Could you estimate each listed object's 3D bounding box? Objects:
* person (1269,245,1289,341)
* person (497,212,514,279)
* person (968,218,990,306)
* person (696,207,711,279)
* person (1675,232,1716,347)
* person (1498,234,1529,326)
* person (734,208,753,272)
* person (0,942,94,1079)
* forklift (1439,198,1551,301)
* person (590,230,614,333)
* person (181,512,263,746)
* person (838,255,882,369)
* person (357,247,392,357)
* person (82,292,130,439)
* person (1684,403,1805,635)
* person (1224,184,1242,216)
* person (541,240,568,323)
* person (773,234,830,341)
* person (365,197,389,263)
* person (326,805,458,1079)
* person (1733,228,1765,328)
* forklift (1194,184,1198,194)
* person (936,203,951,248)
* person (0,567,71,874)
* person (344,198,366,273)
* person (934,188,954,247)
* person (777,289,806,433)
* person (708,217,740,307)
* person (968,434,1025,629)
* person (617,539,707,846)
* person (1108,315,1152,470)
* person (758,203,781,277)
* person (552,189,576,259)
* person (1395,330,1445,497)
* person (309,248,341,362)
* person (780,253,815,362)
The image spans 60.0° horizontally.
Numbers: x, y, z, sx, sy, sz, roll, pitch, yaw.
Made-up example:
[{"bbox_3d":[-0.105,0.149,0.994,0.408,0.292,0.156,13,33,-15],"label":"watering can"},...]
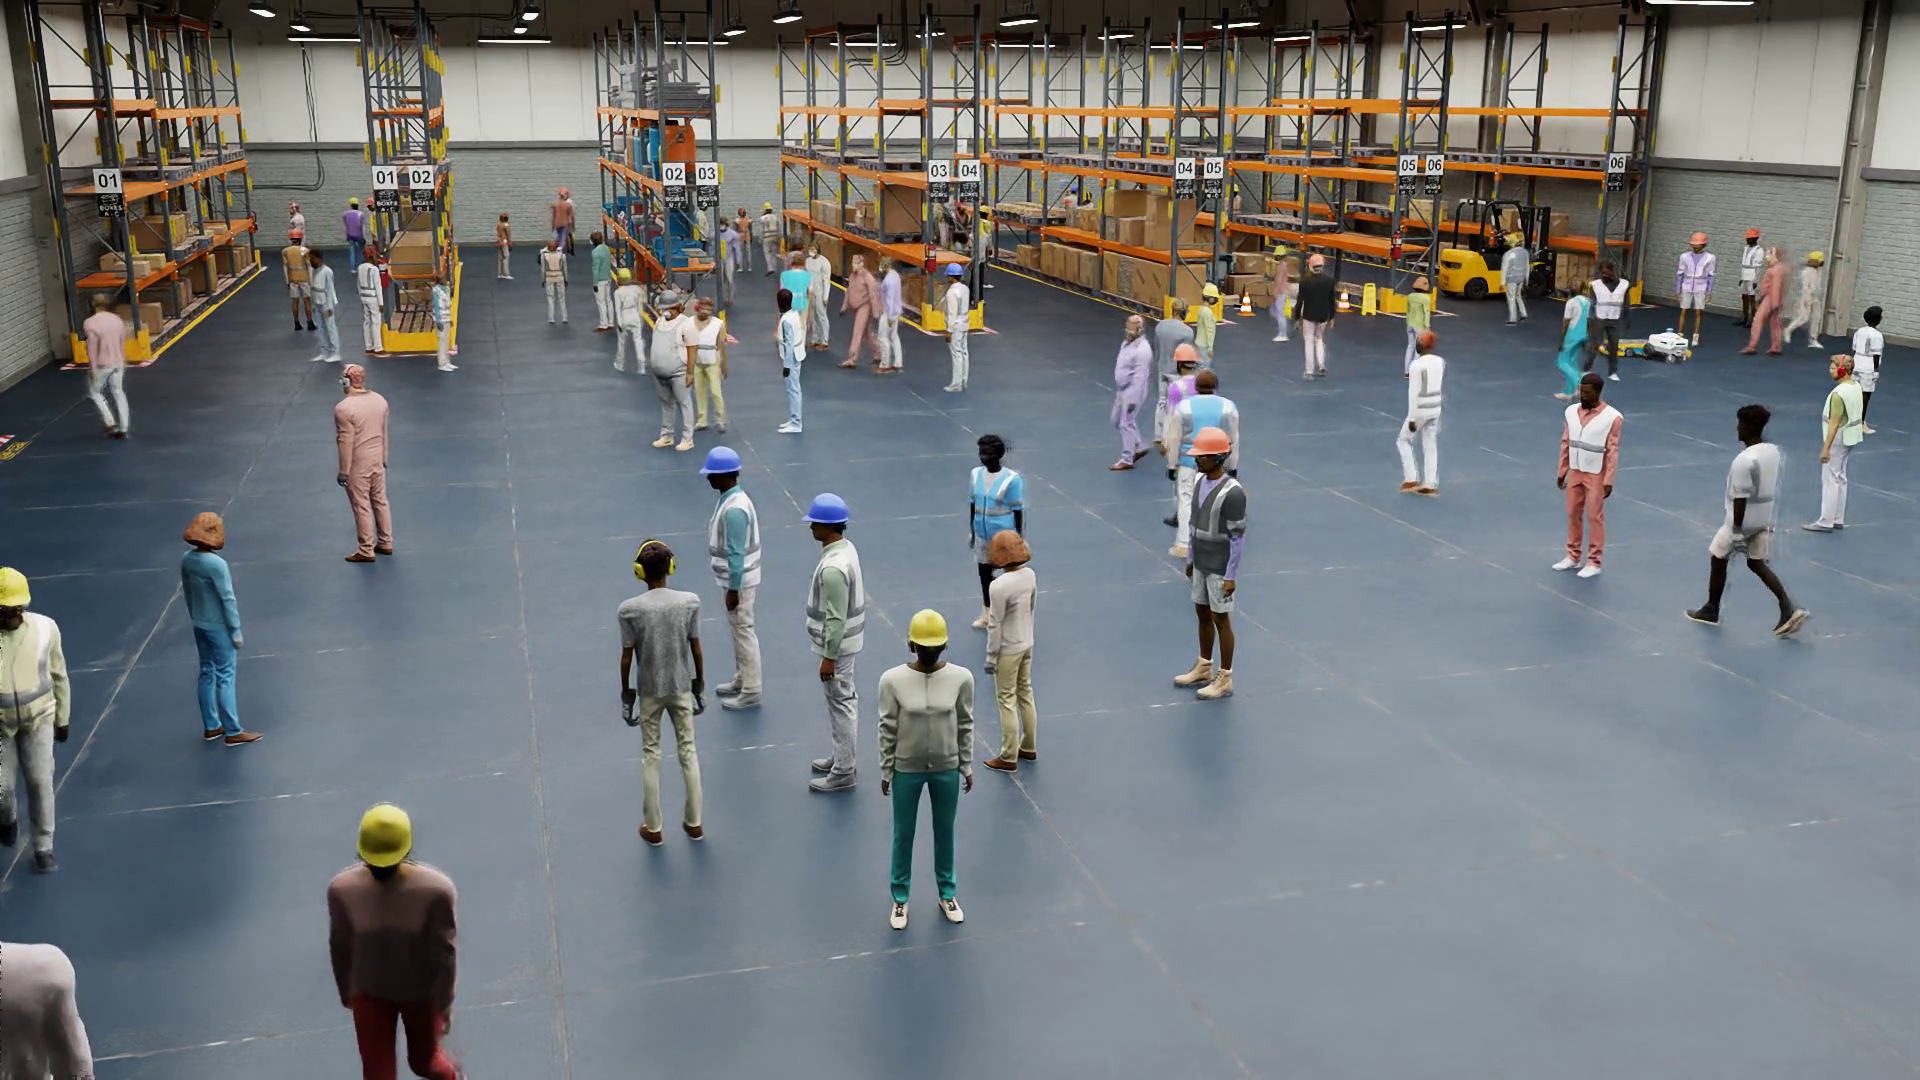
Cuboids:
[{"bbox_3d":[5.867,-4.509,30.471,0.410,1.753,0.531,3,15,13],"label":"person"},{"bbox_3d":[-11.240,-7.263,41.071,0.530,1.627,0.322,14,20,42],"label":"person"},{"bbox_3d":[0.403,-5.964,35.704,0.519,1.874,0.331,-7,16,-25],"label":"person"},{"bbox_3d":[-6.349,-7.455,41.110,0.413,1.986,0.607,-2,15,-9],"label":"person"},{"bbox_3d":[13.159,-4.486,29.818,0.612,2.039,0.392,9,17,31],"label":"person"},{"bbox_3d":[10.838,-5.083,32.572,0.675,1.782,0.403,-7,17,-26],"label":"person"},{"bbox_3d":[-5.546,-7.680,42.611,0.510,1.639,0.308,-6,16,-23],"label":"person"},{"bbox_3d":[-3.286,1.989,5.657,0.657,1.928,0.416,-5,16,-20],"label":"person"},{"bbox_3d":[11.913,-6.508,37.130,2.313,2.155,1.214,-4,15,-15],"label":"forklift"},{"bbox_3d":[-6.820,-4.913,31.644,0.366,1.932,0.630,3,15,12],"label":"person"},{"bbox_3d":[-5.111,0.608,11.429,0.498,1.633,0.282,10,18,33],"label":"person"},{"bbox_3d":[-1.622,-3.796,27.591,0.979,1.870,0.645,-9,17,-31],"label":"person"},{"bbox_3d":[-10.154,-4.117,28.730,0.583,1.882,0.337,11,19,37],"label":"person"},{"bbox_3d":[-11.144,-2.264,21.672,0.512,1.921,0.661,5,16,18],"label":"person"},{"bbox_3d":[6.590,-0.168,13.780,0.608,1.938,0.870,-10,18,-32],"label":"person"},{"bbox_3d":[7.987,-9.428,48.631,0.594,1.924,0.382,-8,17,-27],"label":"person"},{"bbox_3d":[-8.032,-5.118,32.971,0.523,1.636,0.311,-5,16,-17],"label":"person"},{"bbox_3d":[-2.935,-4.639,30.394,1.029,2.000,0.678,-12,19,-39],"label":"person"},{"bbox_3d":[-14.425,-7.464,41.143,0.424,1.986,0.622,-10,18,-34],"label":"person"},{"bbox_3d":[-2.281,1.796,6.793,0.529,1.718,0.728,-2,15,-9],"label":"person"},{"bbox_3d":[15.330,-5.094,32.328,0.392,1.930,0.545,-2,15,-7],"label":"person"},{"bbox_3d":[7.392,-11.333,53.972,1.873,2.768,1.129,-4,15,-15],"label":"forklift"},{"bbox_3d":[-0.506,-9.605,49.501,0.506,1.829,0.653,-2,15,-9],"label":"person"},{"bbox_3d":[-5.434,1.016,9.556,0.603,1.808,0.510,-11,19,-36],"label":"person"},{"bbox_3d":[-15.430,-7.799,42.585,0.606,1.886,0.954,0,15,1],"label":"person"},{"bbox_3d":[-0.377,-9.508,48.984,0.984,1.891,0.648,-7,16,-23],"label":"person"},{"bbox_3d":[-2.255,-2.387,22.163,0.399,1.915,0.589,1,15,2],"label":"person"},{"bbox_3d":[-5.040,-5.904,35.383,0.647,1.914,0.697,1,15,6],"label":"person"},{"bbox_3d":[0.318,-0.044,13.813,0.616,1.677,0.317,11,18,36],"label":"person"},{"bbox_3d":[-1.757,0.908,9.876,0.512,1.860,0.331,-5,16,-19],"label":"person"},{"bbox_3d":[2.019,-1.755,19.841,0.480,1.885,0.695,-3,15,-11],"label":"person"},{"bbox_3d":[-4.735,-7.529,41.742,0.613,1.802,0.650,14,20,41],"label":"person"},{"bbox_3d":[-10.957,-8.677,45.853,0.622,1.932,0.989,5,16,18],"label":"person"},{"bbox_3d":[5.148,-1.415,18.603,0.581,1.865,0.575,-10,18,-32],"label":"person"},{"bbox_3d":[-10.761,-3.979,28.148,0.596,1.914,0.373,12,19,38],"label":"person"},{"bbox_3d":[-2.739,-3.904,28.019,0.602,1.831,0.450,0,15,-1],"label":"person"}]
